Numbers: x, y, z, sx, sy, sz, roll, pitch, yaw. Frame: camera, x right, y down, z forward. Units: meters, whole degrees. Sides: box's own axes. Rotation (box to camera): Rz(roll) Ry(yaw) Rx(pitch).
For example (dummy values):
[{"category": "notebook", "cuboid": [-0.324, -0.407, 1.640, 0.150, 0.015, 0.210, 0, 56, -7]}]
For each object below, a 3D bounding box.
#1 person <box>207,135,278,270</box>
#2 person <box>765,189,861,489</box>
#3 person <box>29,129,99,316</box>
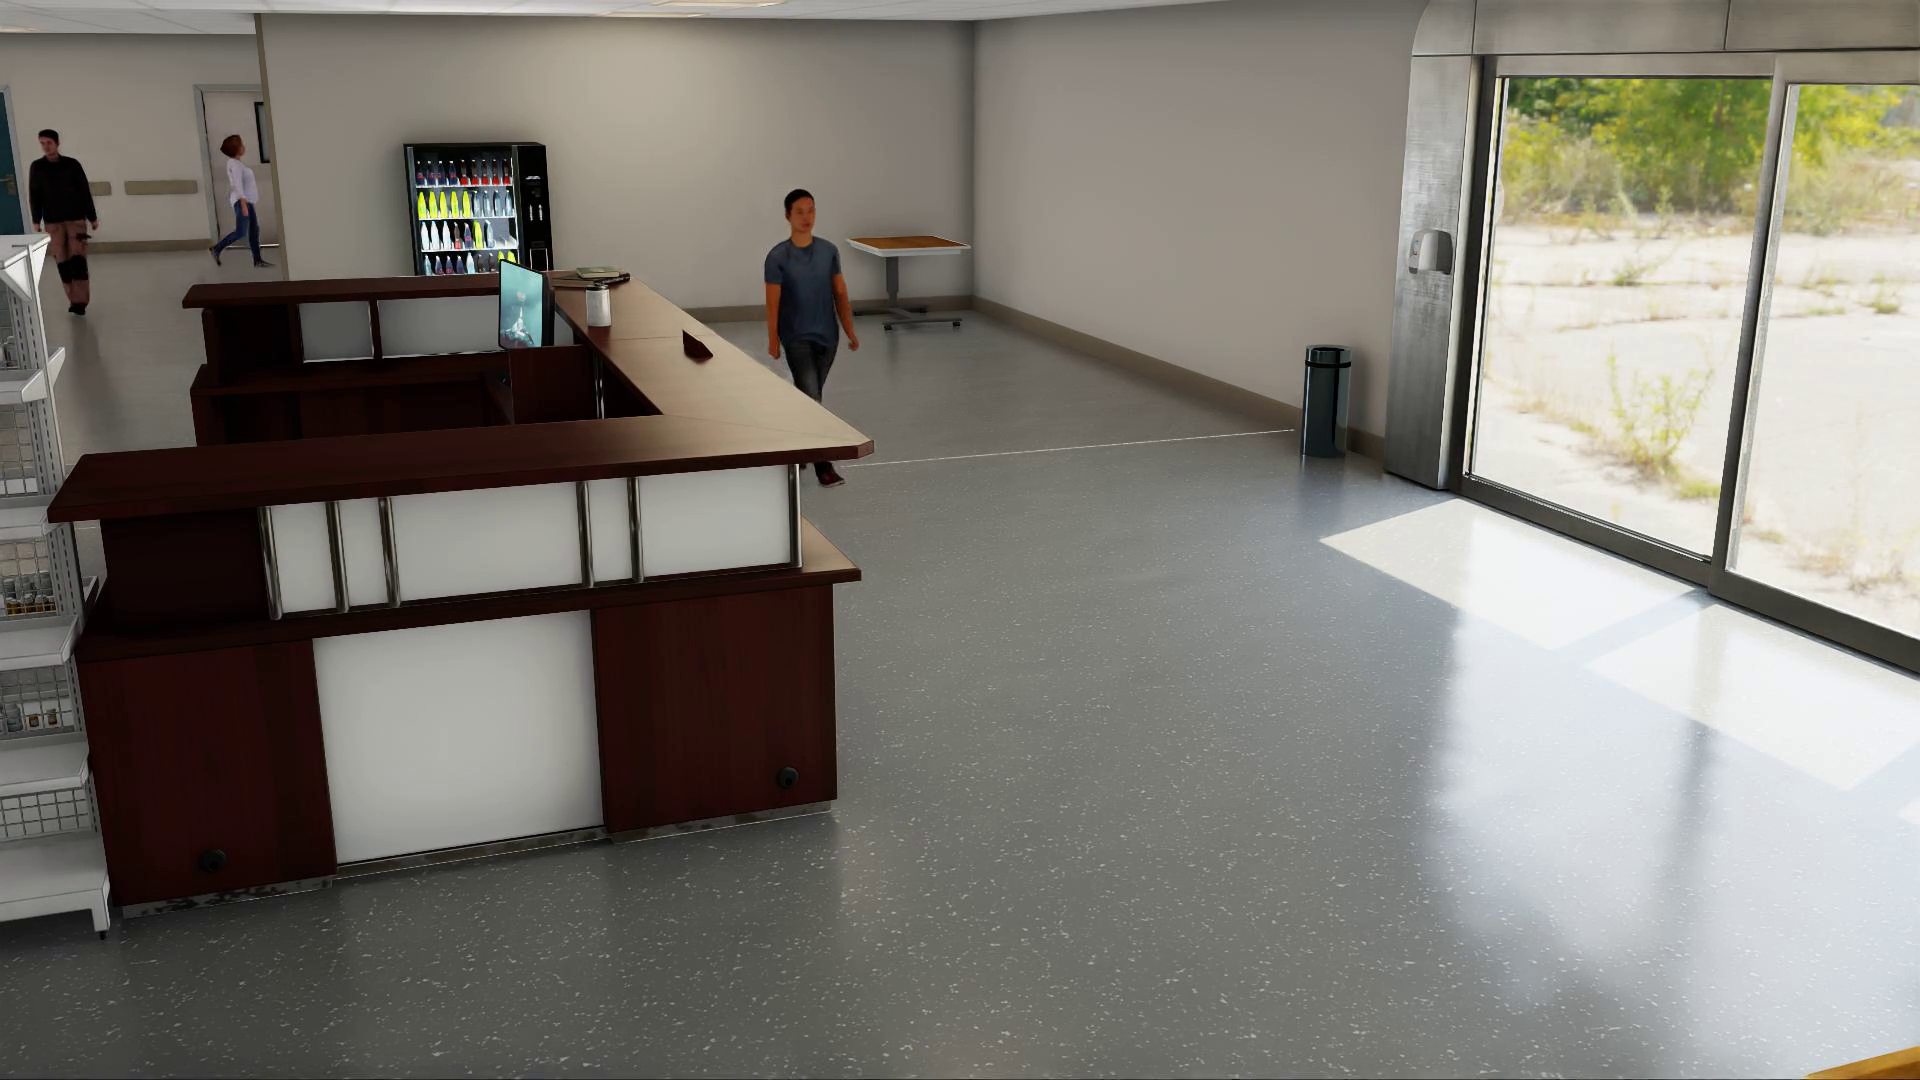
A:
[{"category": "person", "cuboid": [-9.288, -4.307, 21.297, 1.030, 1.699, 0.693, -4, 16, -15]}, {"category": "person", "cuboid": [-0.976, -1.231, 10.260, 1.171, 1.768, 0.950, -11, 19, -34]}, {"category": "person", "cuboid": [-9.325, -3.301, 17.374, 0.997, 1.892, 0.825, -5, 16, -17]}]
